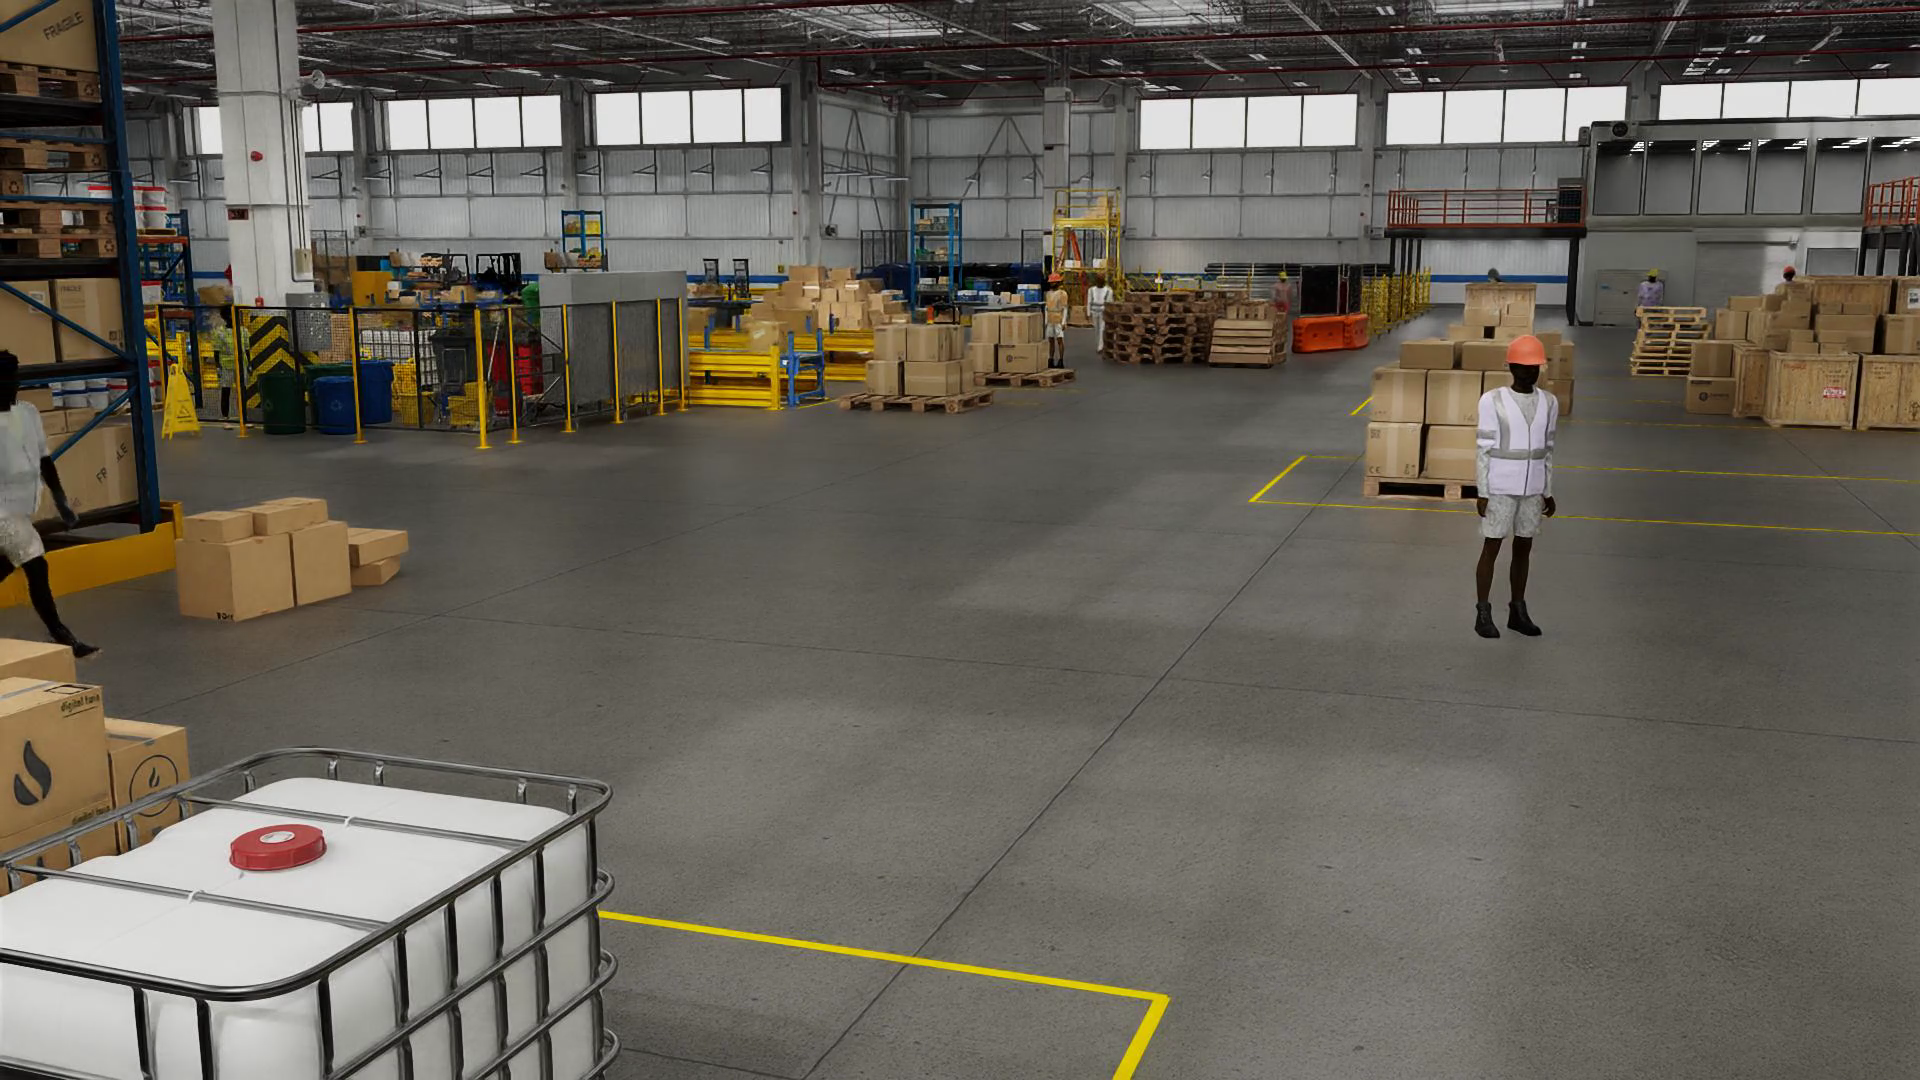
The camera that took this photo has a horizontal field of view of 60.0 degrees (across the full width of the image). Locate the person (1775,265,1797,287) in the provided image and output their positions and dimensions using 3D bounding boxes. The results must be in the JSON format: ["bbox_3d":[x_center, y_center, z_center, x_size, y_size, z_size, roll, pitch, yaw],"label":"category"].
[{"bbox_3d":[18.415,-5.082,37.053,0.615,2.043,0.384,1,10,4],"label":"person"}]

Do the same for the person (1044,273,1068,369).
[{"bbox_3d":[1.922,-4.432,33.683,0.542,1.939,0.362,9,14,43],"label":"person"}]

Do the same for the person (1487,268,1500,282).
[{"bbox_3d":[11.062,-4.663,34.697,0.712,2.000,0.538,6,12,30],"label":"person"}]

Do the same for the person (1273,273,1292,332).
[{"bbox_3d":[9.221,-6.781,47.561,0.543,1.726,0.917,0,10,2],"label":"person"}]

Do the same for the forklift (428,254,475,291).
[{"bbox_3d":[-20.133,-10.254,65.465,1.157,1.987,2.680,3,11,19],"label":"forklift"}]

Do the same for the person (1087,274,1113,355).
[{"bbox_3d":[3.216,-5.165,38.054,0.566,1.855,0.894,3,11,18],"label":"person"}]

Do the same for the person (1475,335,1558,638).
[{"bbox_3d":[3.555,-0.337,10.618,0.542,1.939,0.361,-2,10,-11],"label":"person"}]

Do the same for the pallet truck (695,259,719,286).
[{"bbox_3d":[-9.165,-9.627,62.776,0.823,1.965,1.885,4,11,23],"label":"pallet truck"}]

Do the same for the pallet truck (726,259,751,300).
[{"bbox_3d":[-7.986,-9.493,62.019,0.823,1.965,1.885,3,11,17],"label":"pallet truck"}]

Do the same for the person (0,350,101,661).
[{"bbox_3d":[-5.775,-0.205,9.986,1.024,1.907,0.619,1,10,4],"label":"person"}]

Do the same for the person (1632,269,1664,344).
[{"bbox_3d":[17.363,-5.870,41.919,0.649,1.899,0.512,7,12,33],"label":"person"}]

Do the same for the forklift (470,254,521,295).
[{"bbox_3d":[-17.990,-10.121,64.684,1.157,1.987,2.680,3,11,17],"label":"forklift"}]

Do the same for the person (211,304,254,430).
[{"bbox_3d":[-9.875,-2.344,22.599,0.318,1.700,0.537,8,13,39],"label":"person"}]
